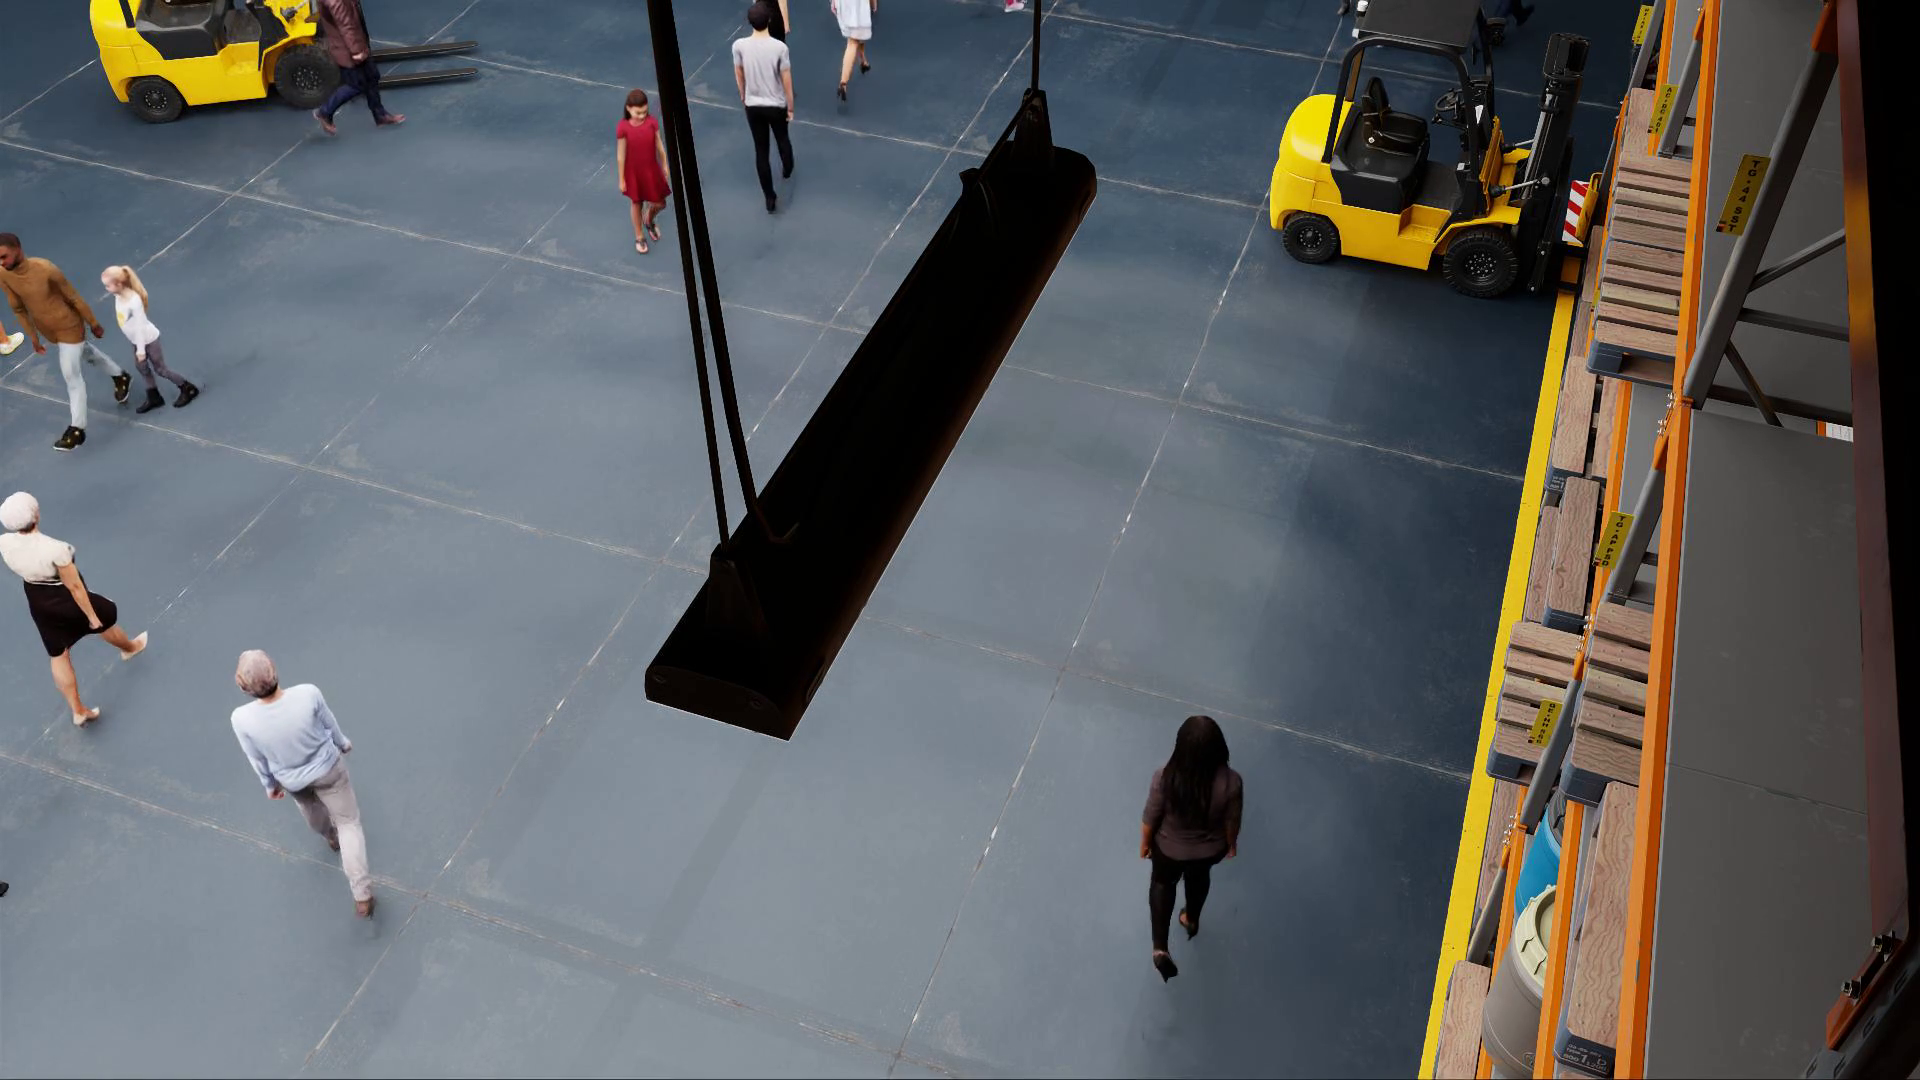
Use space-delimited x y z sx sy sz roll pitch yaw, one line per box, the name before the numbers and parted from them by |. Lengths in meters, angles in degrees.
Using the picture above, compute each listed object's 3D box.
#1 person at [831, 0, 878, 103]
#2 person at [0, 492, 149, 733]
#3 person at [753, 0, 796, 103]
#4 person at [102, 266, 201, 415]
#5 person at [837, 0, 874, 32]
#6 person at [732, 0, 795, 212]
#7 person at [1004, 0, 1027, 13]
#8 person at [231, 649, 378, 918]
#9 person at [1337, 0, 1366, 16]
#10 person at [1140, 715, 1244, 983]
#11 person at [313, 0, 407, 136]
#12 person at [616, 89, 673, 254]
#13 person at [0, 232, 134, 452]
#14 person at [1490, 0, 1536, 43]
person | -1.062 -5.098 16.055 0.672 1.772 1.189 13 45 13
person | -5.573 0.479 10.247 0.815 1.708 1.144 4 44 4
person | -1.856 -5.016 16.005 0.627 1.722 0.628 29 51 27
person | -6.189 -1.561 12.710 0.648 1.264 0.774 31 51 28
person | -1.098 -6.098 17.073 0.903 1.815 1.207 2 44 2
person | -1.720 -3.750 14.594 0.887 1.835 1.146 1 44 1
person | 0.550 -6.191 17.572 0.669 1.262 0.609 -19 47 -19
person | -3.589 1.344 9.230 1.127 1.860 1.269 -13 45 -13
person | 4.228 -6.213 17.563 0.578 1.307 0.713 22 48 22
person | 1.229 1.709 8.880 0.840 1.813 0.997 4 44 4
person | -5.796 -4.618 15.514 1.143 1.823 1.142 -11 45 -11
person | -2.731 -3.201 14.237 0.791 1.532 0.852 -16 46 -17
person | -6.645 -1.611 12.417 0.848 1.742 1.300 1 44 1
person | 5.631 -5.877 16.821 1.206 1.843 1.043 -28 50 -26
